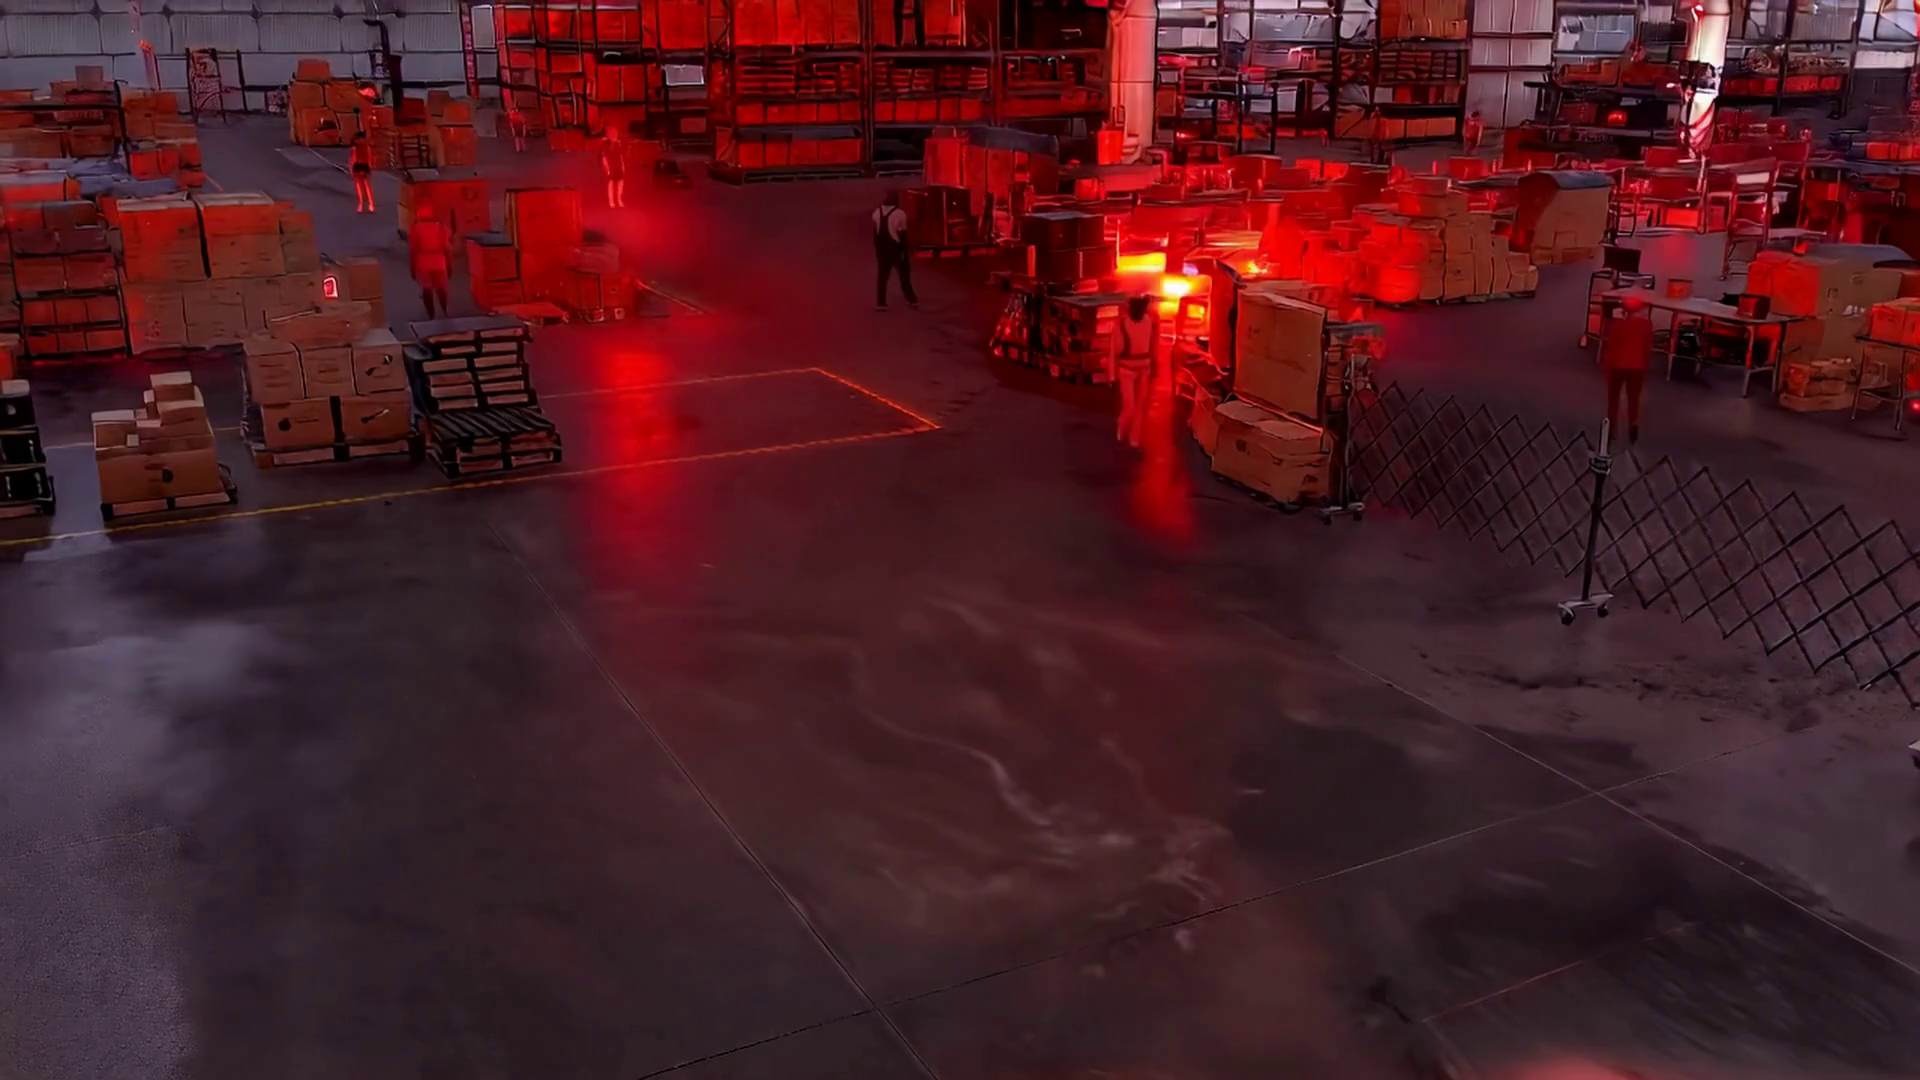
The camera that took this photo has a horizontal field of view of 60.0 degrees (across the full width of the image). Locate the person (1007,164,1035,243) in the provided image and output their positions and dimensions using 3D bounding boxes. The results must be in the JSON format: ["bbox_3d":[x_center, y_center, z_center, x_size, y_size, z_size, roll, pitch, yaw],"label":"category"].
[{"bbox_3d":[1.159,-6.086,31.332,0.547,1.934,0.376,9,20,26],"label":"person"}]

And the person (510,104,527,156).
[{"bbox_3d":[-14.656,-13.609,55.190,0.551,1.677,0.490,-10,20,-28],"label":"person"}]

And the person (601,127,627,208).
[{"bbox_3d":[-8.467,-9.124,40.785,0.495,1.943,0.659,15,23,40],"label":"person"}]

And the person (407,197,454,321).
[{"bbox_3d":[-7.989,-4.155,25.174,0.623,2.020,0.659,-9,20,-25],"label":"person"}]

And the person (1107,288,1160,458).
[{"bbox_3d":[1.901,-1.793,18.055,0.615,1.865,0.420,-7,19,-21],"label":"person"}]

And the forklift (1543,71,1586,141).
[{"bbox_3d":[18.685,-13.231,52.085,1.873,2.768,1.129,-9,20,-26],"label":"forklift"}]

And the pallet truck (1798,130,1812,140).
[{"bbox_3d":[25.526,-11.556,49.408,1.630,1.274,0.653,-9,20,-26],"label":"pallet truck"}]

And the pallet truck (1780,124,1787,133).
[{"bbox_3d":[25.206,-12.542,52.601,1.601,1.201,0.680,0,18,-2],"label":"pallet truck"}]

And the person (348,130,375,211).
[{"bbox_3d":[-14.502,-8.937,40.240,0.542,1.928,0.398,-15,23,-38],"label":"person"}]

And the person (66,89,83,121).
[{"bbox_3d":[-32.284,-15.494,60.770,0.665,1.867,0.805,1,18,3],"label":"person"}]

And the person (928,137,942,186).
[{"bbox_3d":[-0.737,-9.229,41.575,0.790,1.656,0.535,-10,20,-28],"label":"person"}]

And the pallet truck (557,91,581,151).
[{"bbox_3d":[-13.495,-14.412,57.188,0.823,1.965,1.885,-3,18,-9],"label":"pallet truck"}]

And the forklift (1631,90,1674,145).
[{"bbox_3d":[24.776,-15.241,58.348,1.873,2.768,1.129,11,21,30],"label":"forklift"}]

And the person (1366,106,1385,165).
[{"bbox_3d":[12.484,-12.101,50.155,0.394,1.899,0.641,-11,21,-30],"label":"person"}]

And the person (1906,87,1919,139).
[{"bbox_3d":[35.535,-15.882,61.882,0.600,1.923,0.448,11,21,31],"label":"person"}]

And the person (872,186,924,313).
[{"bbox_3d":[-1.015,-4.737,26.956,0.702,2.000,0.957,12,22,34],"label":"person"}]

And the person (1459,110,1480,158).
[{"bbox_3d":[16.349,-12.896,53.105,0.804,1.608,0.502,-5,18,-15],"label":"person"}]

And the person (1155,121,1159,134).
[{"bbox_3d":[7.414,-16.685,64.583,0.566,1.814,0.878,-9,20,-27],"label":"person"}]

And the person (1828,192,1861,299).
[{"bbox_3d":[14.686,-4.805,27.488,0.874,1.844,0.514,16,24,41],"label":"person"}]

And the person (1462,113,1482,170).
[{"bbox_3d":[15.163,-11.718,49.151,0.932,1.783,0.600,-9,20,-27],"label":"person"}]

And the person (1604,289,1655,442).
[{"bbox_3d":[7.498,-1.929,18.668,0.535,1.749,0.529,2,18,7],"label":"person"}]

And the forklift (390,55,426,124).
[{"bbox_3d":[-23.574,-18.900,69.755,1.873,2.768,1.129,-9,20,-26],"label":"forklift"}]

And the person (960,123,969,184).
[{"bbox_3d":[0.166,-10.778,46.374,0.320,1.684,0.541,-4,18,-13],"label":"person"}]
